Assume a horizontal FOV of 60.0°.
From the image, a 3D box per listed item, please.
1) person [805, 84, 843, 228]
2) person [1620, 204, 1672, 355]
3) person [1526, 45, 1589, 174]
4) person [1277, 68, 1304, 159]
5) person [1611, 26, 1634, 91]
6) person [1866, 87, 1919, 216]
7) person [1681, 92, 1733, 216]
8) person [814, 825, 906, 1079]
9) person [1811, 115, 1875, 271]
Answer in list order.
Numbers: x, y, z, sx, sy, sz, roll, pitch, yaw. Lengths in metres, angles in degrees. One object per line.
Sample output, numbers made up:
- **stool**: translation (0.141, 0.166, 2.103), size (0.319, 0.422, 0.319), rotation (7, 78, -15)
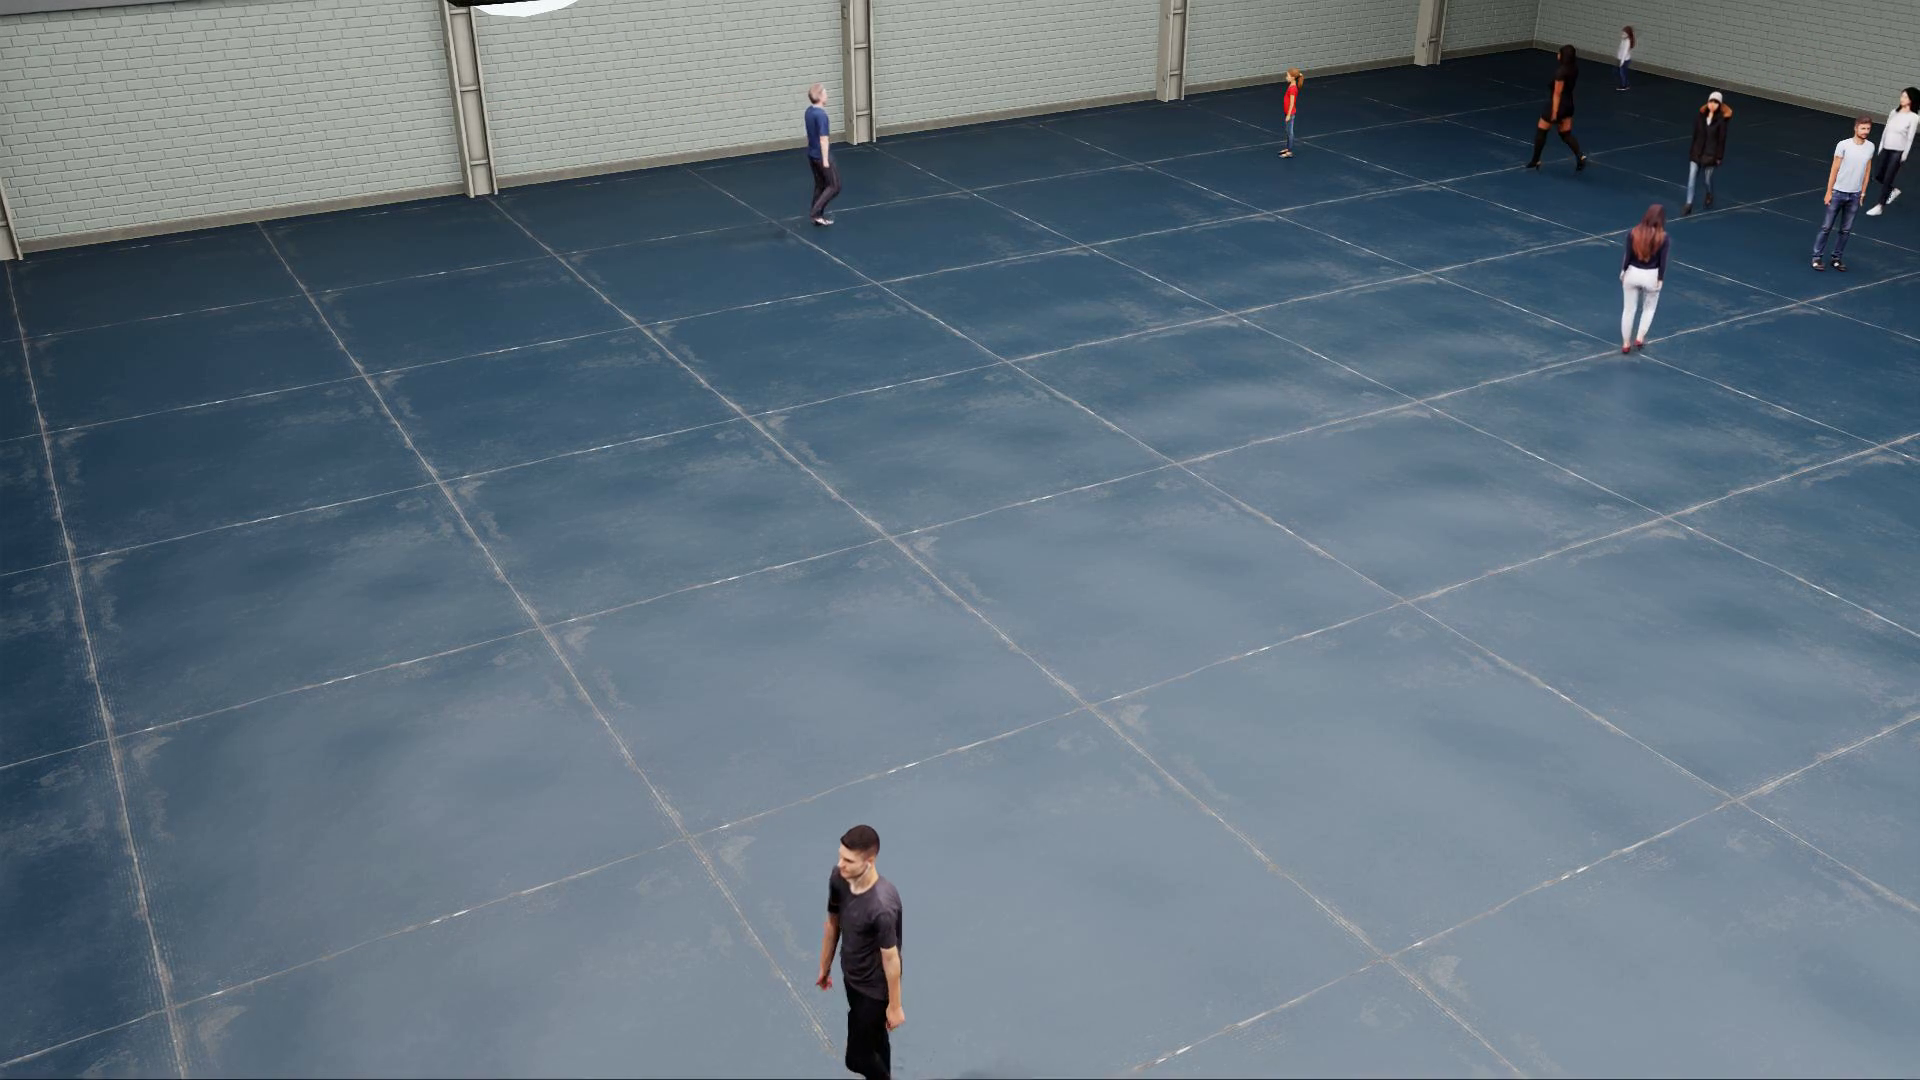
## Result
- **person**: translation (-1.875, -4.934, 21.513), size (0.673, 1.858, 0.678), rotation (-13, 30, -23)
- **person**: translation (7.171, -2.725, 17.508), size (0.704, 1.596, 0.724), rotation (14, 31, 26)
- **person**: translation (8.698, -6.133, 23.880), size (1.123, 1.821, 0.805), rotation (-19, 33, -32)
- **person**: translation (4.970, -6.427, 25.010), size (0.628, 1.310, 0.580), rotation (3, 27, 6)
- **person**: translation (11.665, -8.448, 29.173), size (0.583, 1.091, 0.536), rotation (3, 27, 6)
- **person**: translation (12.529, -5.175, 22.166), size (0.865, 1.688, 0.682), rotation (-10, 29, -19)
- **person**: translation (10.001, -5.174, 22.244), size (0.824, 1.614, 1.083), rotation (22, 34, 36)
- **person**: translation (-0.369, 2.081, 7.999), size (0.622, 1.756, 0.686), rotation (-18, 32, -31)
- **person**: translation (10.655, -4.183, 20.046), size (0.672, 1.865, 0.760), rotation (3, 27, 6)
